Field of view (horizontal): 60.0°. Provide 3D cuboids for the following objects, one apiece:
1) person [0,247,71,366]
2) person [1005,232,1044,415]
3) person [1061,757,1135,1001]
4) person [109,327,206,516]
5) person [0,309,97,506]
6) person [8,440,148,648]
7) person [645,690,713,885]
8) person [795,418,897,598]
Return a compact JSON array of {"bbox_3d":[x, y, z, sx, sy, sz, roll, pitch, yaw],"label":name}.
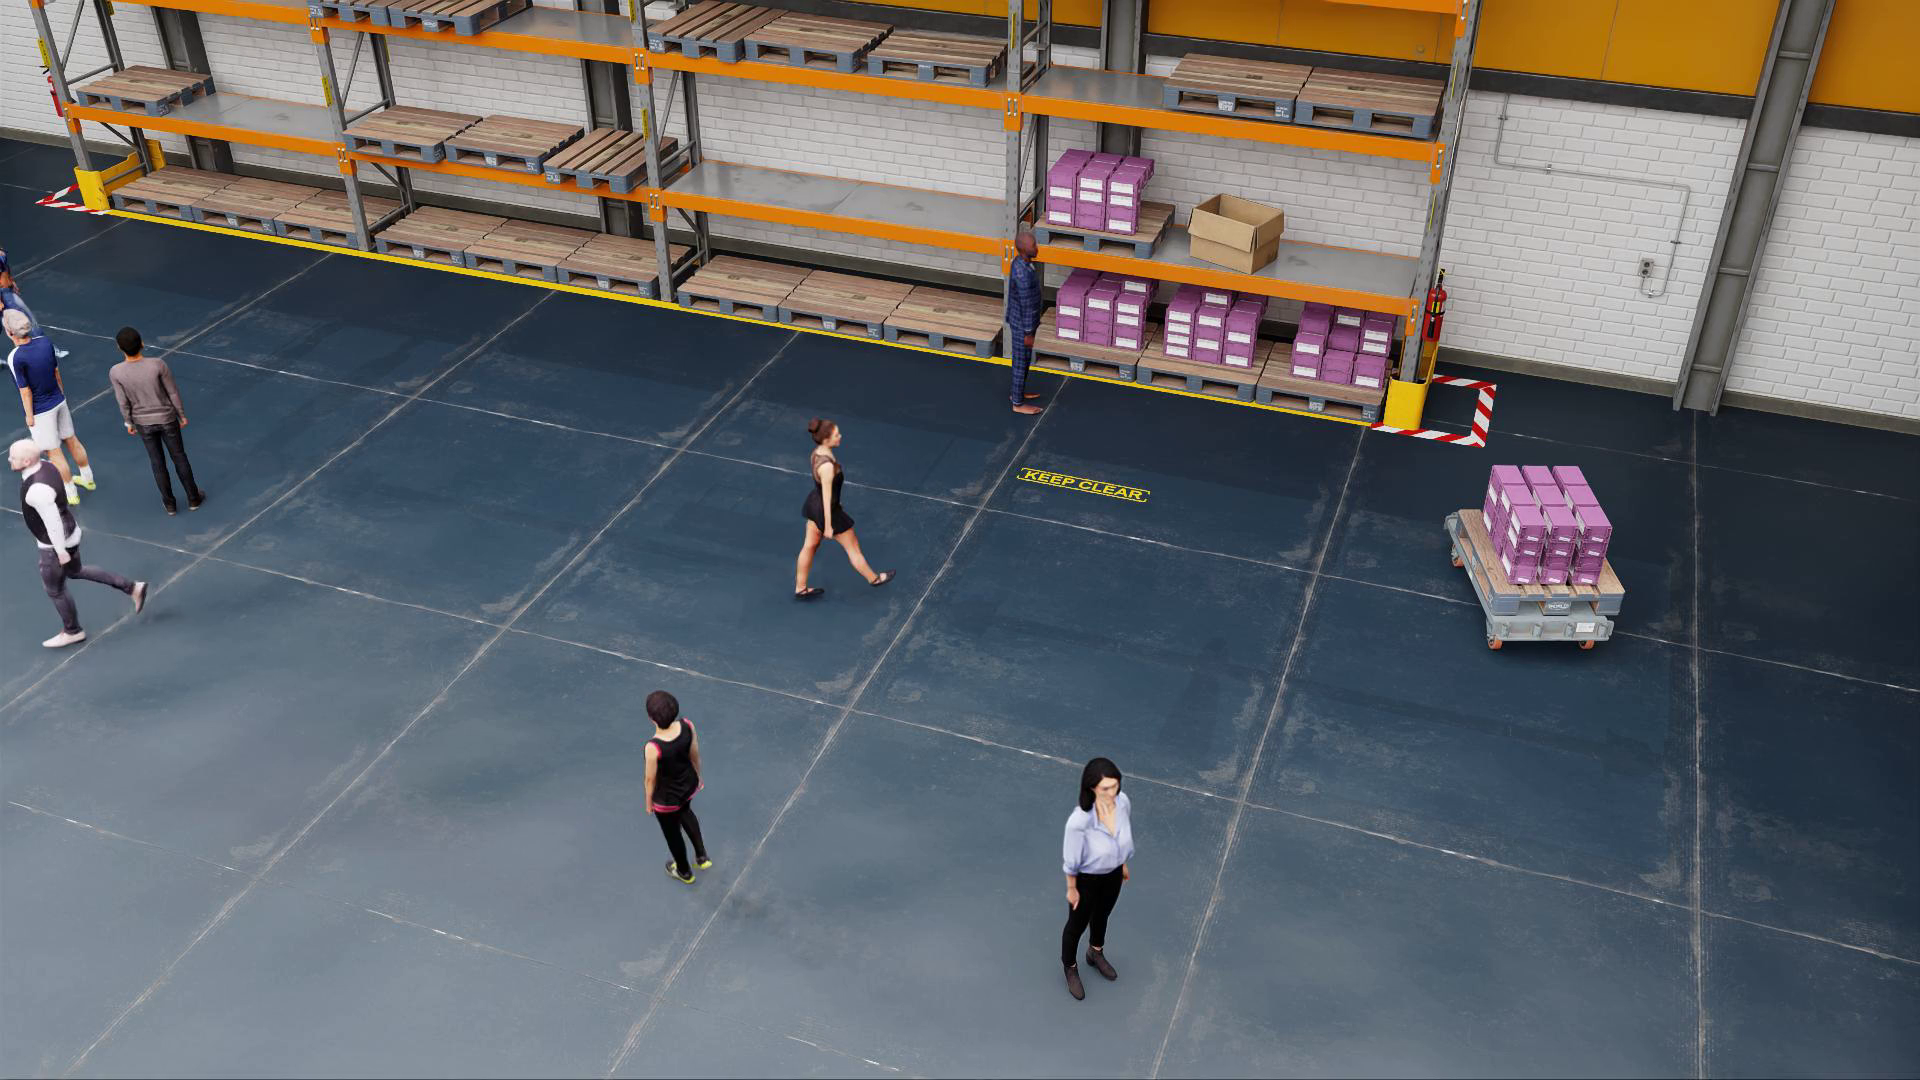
[{"bbox_3d":[-9.680,-2.444,16.688,1.101,1.579,1.019,-12,35,-18],"label":"person"},{"bbox_3d":[0.609,-2.103,15.958,0.730,1.819,0.741,-1,34,-1],"label":"person"},{"bbox_3d":[0.804,1.990,9.869,0.734,1.744,0.753,-21,39,-28],"label":"person"},{"bbox_3d":[-6.966,-1.031,14.391,0.689,1.768,0.768,18,37,25],"label":"person"},{"bbox_3d":[-8.000,-1.176,14.546,0.589,1.838,0.662,7,34,10],"label":"person"},{"bbox_3d":[-6.856,0.000,12.811,1.175,1.801,1.085,-13,36,-18],"label":"person"},{"bbox_3d":[-1.777,1.613,10.615,0.673,1.545,0.639,24,41,32],"label":"person"},{"bbox_3d":[-1.147,-0.207,13.274,1.125,1.634,0.983,-10,35,-14],"label":"person"}]
